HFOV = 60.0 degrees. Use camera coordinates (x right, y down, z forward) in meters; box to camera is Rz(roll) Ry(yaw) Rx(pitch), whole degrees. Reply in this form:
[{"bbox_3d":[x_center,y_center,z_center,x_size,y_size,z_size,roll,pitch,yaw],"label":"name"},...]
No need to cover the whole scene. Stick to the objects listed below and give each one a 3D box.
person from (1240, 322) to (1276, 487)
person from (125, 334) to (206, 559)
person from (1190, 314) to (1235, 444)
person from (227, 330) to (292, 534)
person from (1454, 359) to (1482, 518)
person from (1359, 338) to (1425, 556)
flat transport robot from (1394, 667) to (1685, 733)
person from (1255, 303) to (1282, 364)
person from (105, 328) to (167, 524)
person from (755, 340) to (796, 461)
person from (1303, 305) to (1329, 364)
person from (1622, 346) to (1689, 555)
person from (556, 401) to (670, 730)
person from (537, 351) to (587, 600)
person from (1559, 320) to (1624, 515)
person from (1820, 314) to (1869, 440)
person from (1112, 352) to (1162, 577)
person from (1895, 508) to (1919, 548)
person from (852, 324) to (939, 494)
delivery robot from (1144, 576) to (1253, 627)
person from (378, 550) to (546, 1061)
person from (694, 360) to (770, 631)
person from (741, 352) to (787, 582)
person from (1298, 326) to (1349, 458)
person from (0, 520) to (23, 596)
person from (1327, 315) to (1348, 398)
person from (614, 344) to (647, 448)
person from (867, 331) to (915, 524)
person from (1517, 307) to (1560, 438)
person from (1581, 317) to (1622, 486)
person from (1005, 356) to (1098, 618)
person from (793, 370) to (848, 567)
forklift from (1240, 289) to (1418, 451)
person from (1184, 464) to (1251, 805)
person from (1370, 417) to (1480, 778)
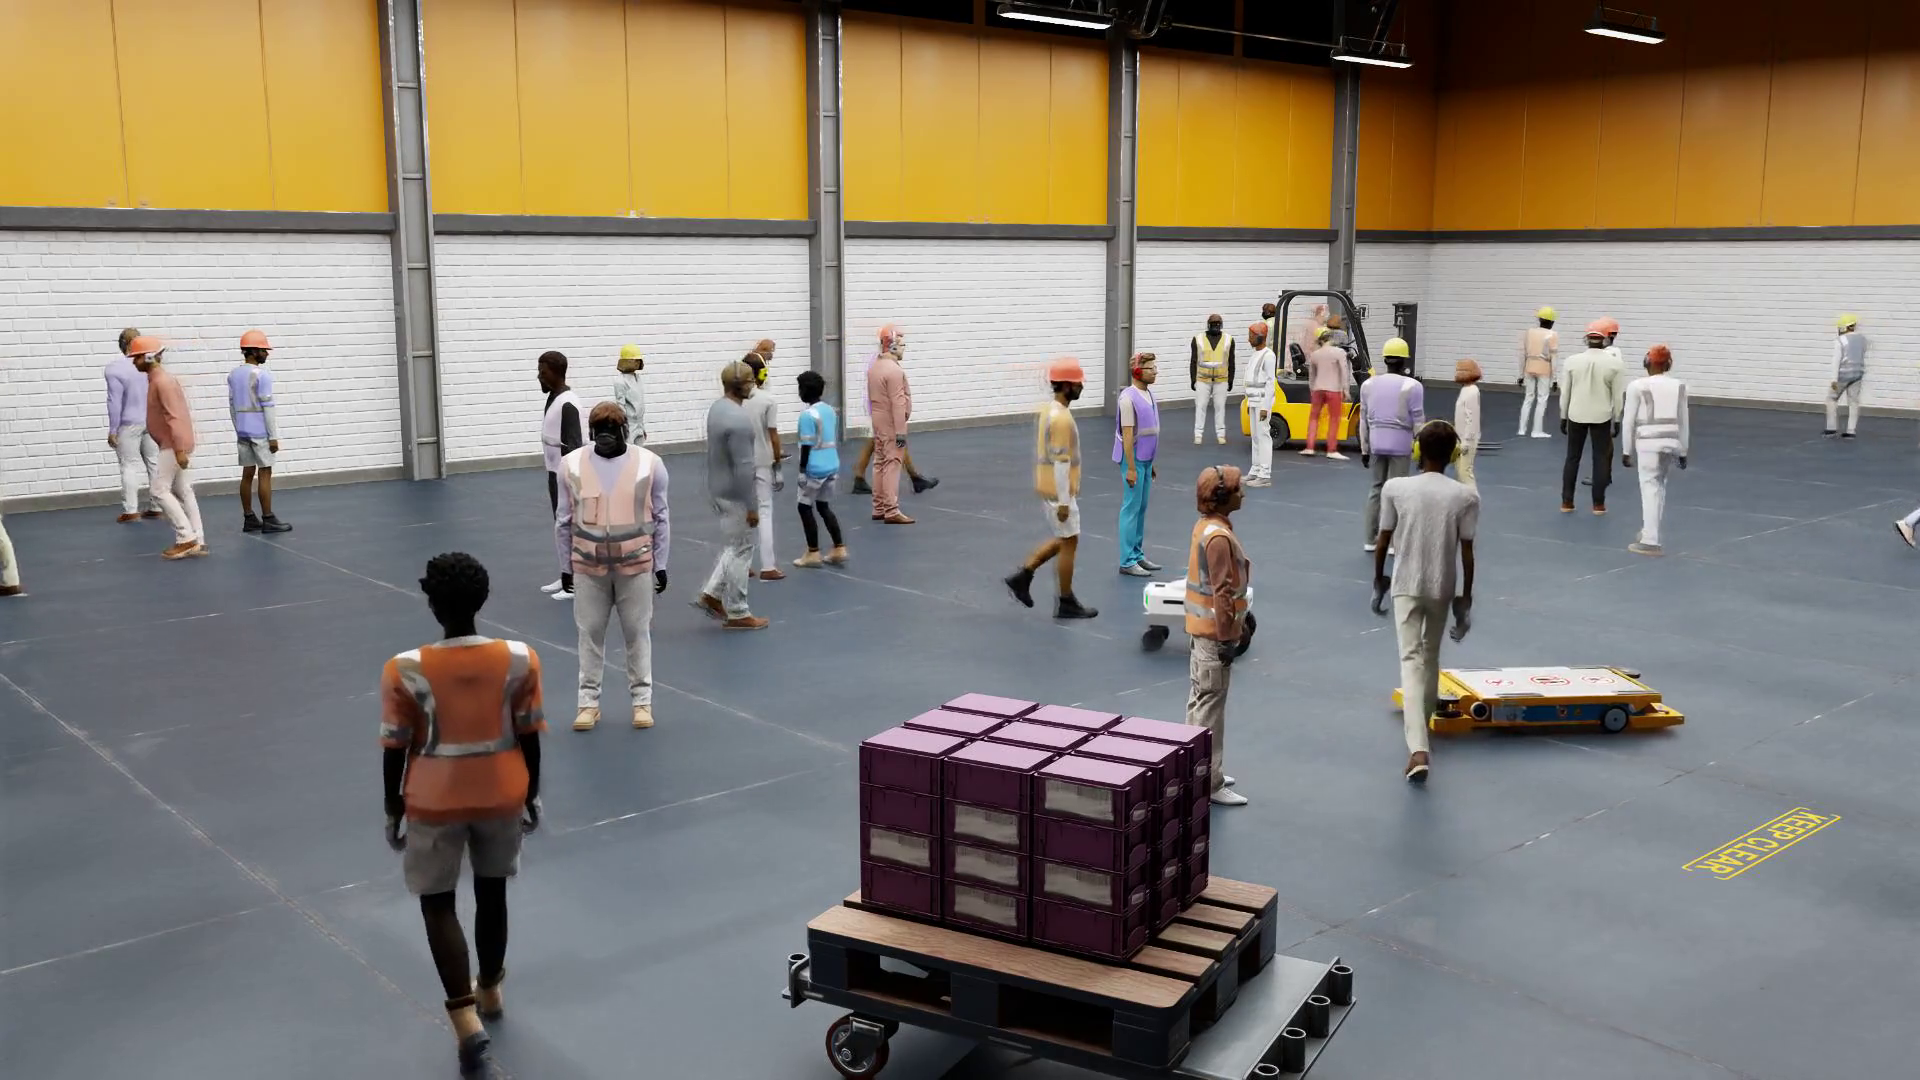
[{"bbox_3d":[3.431,-1.555,19.093,0.355,1.887,0.573,-1,10,-8],"label":"person"},{"bbox_3d":[-6.918,-0.805,14.494,0.553,1.958,0.619,-4,11,-23],"label":"person"},{"bbox_3d":[3.538,-2.247,23.325,0.627,1.838,0.430,1,10,4],"label":"person"},{"bbox_3d":[-6.704,-1.028,15.872,0.547,1.934,0.375,5,11,29],"label":"person"},{"bbox_3d":[5.028,-0.979,16.515,0.326,1.618,0.571,2,10,13],"label":"person"},{"bbox_3d":[3.803,-0.815,14.659,0.590,1.925,0.396,9,13,41],"label":"person"},{"bbox_3d":[3.278,0.896,9.466,1.431,0.197,0.652,-1,10,-5],"label":"flat transport robot"},{"bbox_3d":[5.222,-3.096,28.253,0.429,1.844,0.626,6,11,31],"label":"person"},{"bbox_3d":[-8.157,-1.125,16.500,0.402,1.930,0.651,6,11,32],"label":"person"},{"bbox_3d":[-2.524,-1.735,21.038,0.900,1.578,0.525,-3,10,-15],"label":"person"},{"bbox_3d":[5.734,-2.856,26.833,0.971,1.848,0.664,2,10,13],"label":"person"},{"bbox_3d":[6.240,-0.820,14.960,0.604,1.833,0.823,-2,10,-10],"label":"person"},{"bbox_3d":[-1.931,0.145,9.274,0.624,1.844,0.430,-1,10,-6],"label":"person"},{"bbox_3d":[-3.050,-0.504,12.855,0.373,1.914,0.597,-5,11,-26],"label":"person"},{"bbox_3d":[6.459,-1.254,17.045,0.620,1.986,0.403,5,11,29],"label":"person"},{"bbox_3d":[12.773,-2.357,24.027,0.625,1.804,0.615,-2,10,-9],"label":"person"},{"bbox_3d":[1.471,-0.633,13.803,0.390,1.850,0.564,4,11,23],"label":"person"},{"bbox_3d":[8.656,-0.744,14.706,0.489,1.751,0.546,3,10,19],"label":"person"},{"bbox_3d":[-0.760,-1.439,18.414,0.990,1.882,0.563,-2,10,-14],"label":"person"},{"bbox_3d":[1.594,0.421,11.145,0.707,0.478,0.477,2,10,14],"label":"delivery robot"},{"bbox_3d":[-1.630,0.870,5.508,0.541,1.682,0.680,-5,11,-29],"label":"person"},{"bbox_3d":[-1.558,-0.301,11.647,0.441,1.922,0.646,-4,10,-22],"label":"person"},{"bbox_3d":[-1.668,-0.589,13.502,0.532,1.865,0.310,4,10,22],"label":"person"},{"bbox_3d":[4.761,-1.915,21.710,0.638,1.722,0.359,8,13,39],"label":"person"},{"bbox_3d":[-7.615,-0.447,12.763,0.576,1.863,0.554,1,10,6],"label":"person"},{"bbox_3d":[6.420,-3.049,28.580,0.497,1.634,0.278,3,10,17],"label":"person"},{"bbox_3d":[-3.352,-1.135,17.055,0.295,1.744,0.491,3,10,15],"label":"person"},{"bbox_3d":[-0.669,-1.116,16.473,0.402,1.904,0.652,-4,11,-24],"label":"person"},{"bbox_3d":[8.398,-2.423,24.187,0.364,1.900,0.693,-7,12,-34],"label":"person"},{"bbox_3d":[7.395,-1.590,19.149,0.356,1.936,0.551,6,11,31],"label":"person"},{"bbox_3d":[0.691,-0.369,12.035,0.580,1.927,0.558,-1,10,-6],"label":"person"},{"bbox_3d":[-1.219,-0.593,14.034,0.373,1.676,0.568,4,10,22],"label":"person"},{"bbox_3d":[5.034,-2.339,22.783,2.313,2.155,1.214,3,10,16],"label":"forklift"},{"bbox_3d":[1.239,0.450,8.065,0.309,1.645,0.515,0,10,-1],"label":"person"},{"bbox_3d":[2.399,0.280,8.584,0.507,1.823,1.005,1,10,6],"label":"person"}]
